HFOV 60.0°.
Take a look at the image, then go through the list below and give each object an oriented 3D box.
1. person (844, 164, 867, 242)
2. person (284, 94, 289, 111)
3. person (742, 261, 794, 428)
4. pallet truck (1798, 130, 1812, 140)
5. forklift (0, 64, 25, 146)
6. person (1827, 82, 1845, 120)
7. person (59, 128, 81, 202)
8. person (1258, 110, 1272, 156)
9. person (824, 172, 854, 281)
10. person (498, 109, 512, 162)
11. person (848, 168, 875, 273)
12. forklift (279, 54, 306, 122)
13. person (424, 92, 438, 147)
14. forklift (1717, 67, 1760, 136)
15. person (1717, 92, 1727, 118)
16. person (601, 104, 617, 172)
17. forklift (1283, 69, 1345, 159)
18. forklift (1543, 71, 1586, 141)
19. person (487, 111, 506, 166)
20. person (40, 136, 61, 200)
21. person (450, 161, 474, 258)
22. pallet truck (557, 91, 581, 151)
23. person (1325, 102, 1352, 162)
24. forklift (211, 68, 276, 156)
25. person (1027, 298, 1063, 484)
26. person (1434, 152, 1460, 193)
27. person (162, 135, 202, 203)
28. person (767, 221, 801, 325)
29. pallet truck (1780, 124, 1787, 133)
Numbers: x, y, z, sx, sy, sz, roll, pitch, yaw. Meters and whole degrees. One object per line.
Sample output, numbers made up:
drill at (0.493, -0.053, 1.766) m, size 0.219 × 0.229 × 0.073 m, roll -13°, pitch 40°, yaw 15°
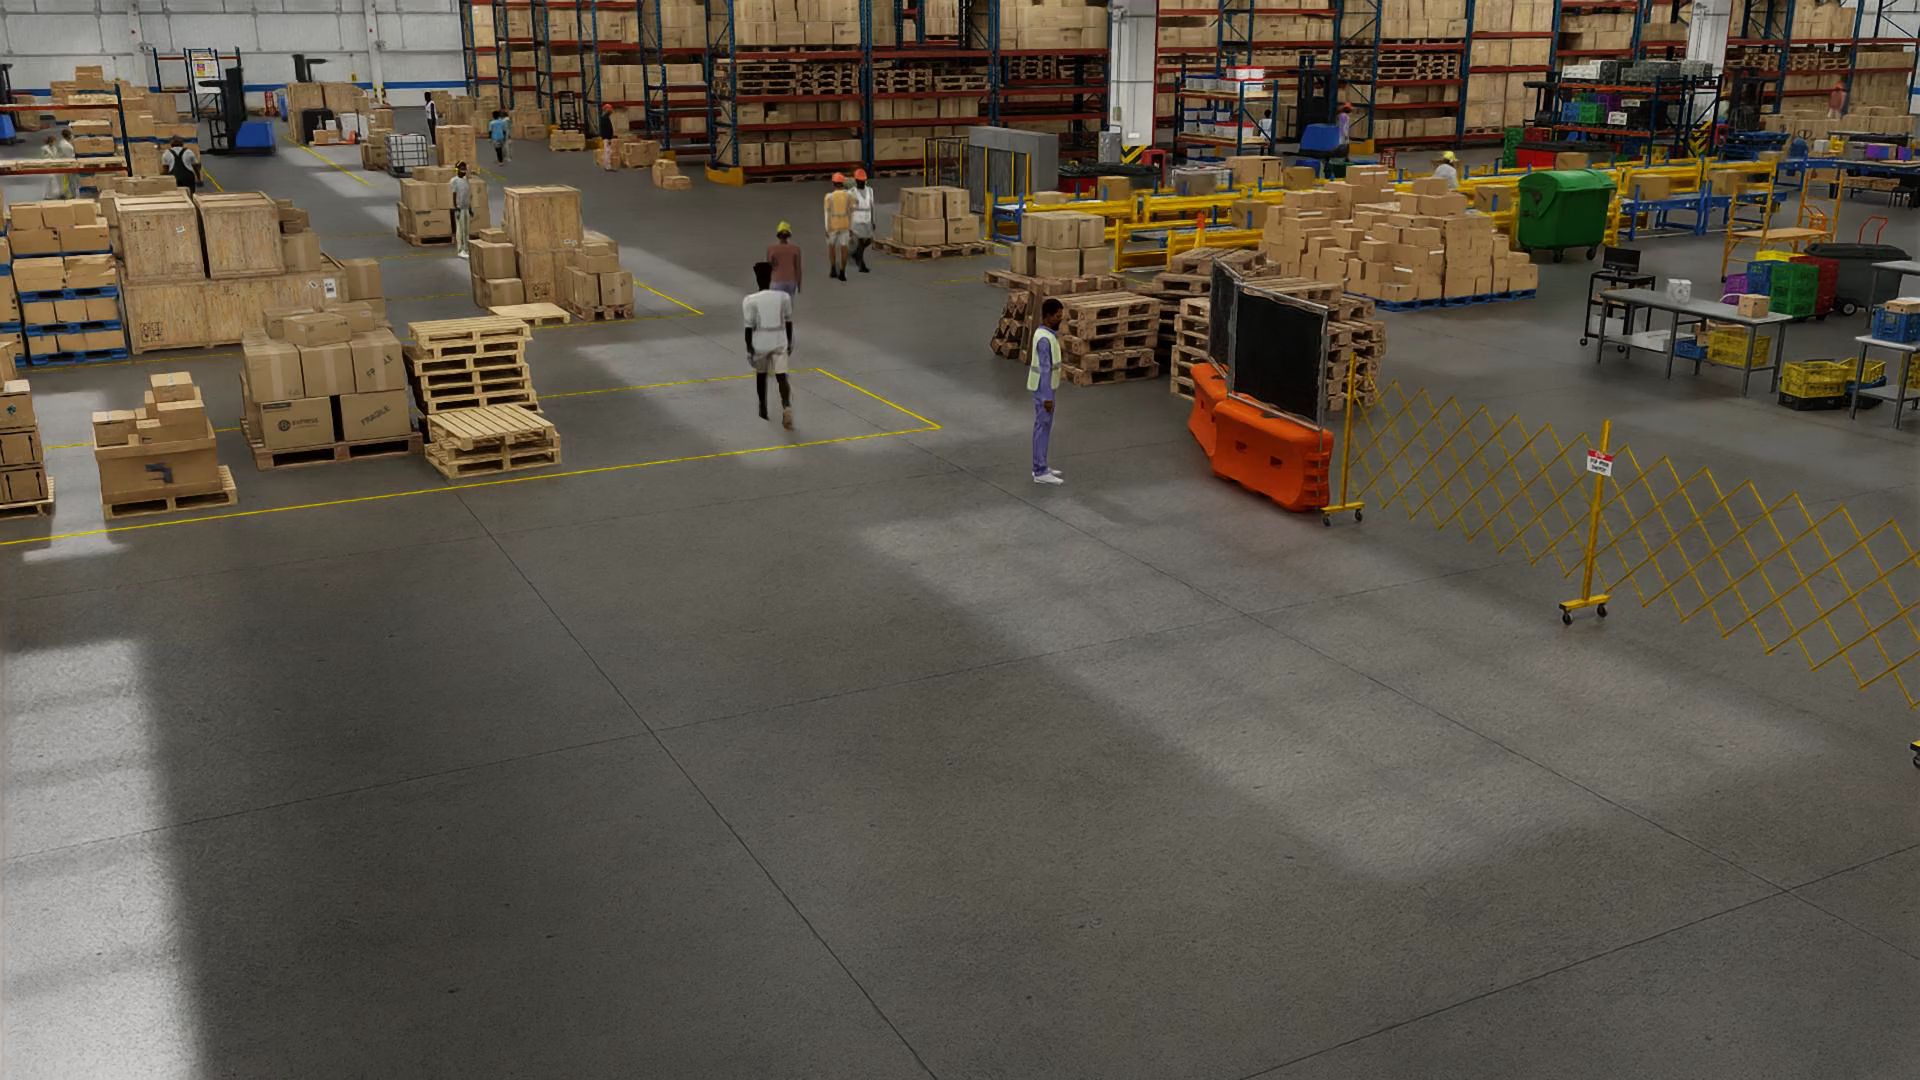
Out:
person at (-2.205, -7.059, 34.888) m, size 0.498 × 1.611 × 0.727 m, roll 0°, pitch 18°, yaw 0°
person at (-25.488, -16.427, 63.570) m, size 0.378 × 1.932 × 0.551 m, roll 12°, pitch 21°, yaw 33°
person at (-2.221, -2.286, 19.491) m, size 0.624 × 1.943 × 0.858 m, roll -6°, pitch 19°, yaw -17°
pallet truck at (25.526, -11.556, 49.408) m, size 1.630 × 1.274 × 0.653 m, roll -9°, pitch 20°, yaw -26°
forklift at (-34.240, -15.419, 58.904) m, size 1.129 × 2.768 × 1.873 m, roll -4°, pitch 18°, yaw -12°
person at (33.737, -16.654, 64.218) m, size 0.837 × 1.964 × 0.654 m, roll -9°, pitch 20°, yaw -27°
person at (-21.871, -9.128, 40.839) m, size 0.481 × 1.927 × 0.640 m, roll -10°, pitch 20°, yaw -28°
person at (9.551, -12.568, 51.927) m, size 0.578 × 1.694 × 0.319 m, roll 5°, pitch 18°, yaw 16°
person at (-2.197, -5.677, 30.081) m, size 0.568 × 1.910 × 0.710 m, roll -5°, pitch 18°, yaw -14°
person at (-14.543, -12.925, 53.122) m, size 0.514 × 1.645 × 0.309 m, roll 9°, pitch 20°, yaw 25°
person at (-1.853, -5.957, 30.960) m, size 0.559 × 1.914 × 0.541 m, roll -13°, pitch 22°, yaw -35°
forklift at (-27.992, -19.202, 70.697) m, size 1.873 × 2.768 × 1.129 m, roll -9°, pitch 20°, yaw -26°
person at (-18.594, -14.796, 58.529) m, size 0.393 × 1.912 × 0.588 m, roll -12°, pitch 21°, yaw -32°
forklift at (26.304, -14.505, 56.055) m, size 1.129 × 2.768 × 1.873 m, roll -9°, pitch 20°, yaw -26°
person at (27.981, -15.650, 61.441) m, size 0.705 × 1.740 × 0.556 m, roll -9°, pitch 20°, yaw -27°
person at (-10.507, -12.004, 49.707) m, size 0.408 × 1.981 × 0.612 m, roll -7°, pitch 19°, yaw -20°
forklift at (11.615, -13.871, 54.079) m, size 1.129 × 2.768 × 1.873 m, roll -9°, pitch 20°, yaw -27°
forklift at (18.685, -13.231, 52.085) m, size 1.873 × 2.768 × 1.129 m, roll -9°, pitch 20°, yaw -26°
person at (-14.427, -12.470, 51.678) m, size 0.812 × 1.663 × 0.538 m, roll 16°, pitch 24°, yaw 41°
person at (-23.157, -9.463, 42.391) m, size 0.770 × 1.599 × 0.534 m, roll 2°, pitch 18°, yaw 6°
person at (-9.789, -6.521, 32.805) m, size 0.329 × 1.865 × 0.515 m, roll 6°, pitch 19°, yaw 18°
pallet truck at (-13.495, -14.412, 57.188) m, size 0.823 × 1.965 × 1.885 m, roll -3°, pitch 18°, yaw -9°
person at (11.978, -12.783, 52.252) m, size 0.832 × 1.915 × 0.537 m, roll 8°, pitch 19°, yaw 23°
forklift at (-23.898, -14.202, 55.110) m, size 1.873 × 2.768 × 1.129 m, roll -4°, pitch 18°, yaw -11°
person at (0.886, -1.547, 17.217) m, size 0.392 × 1.915 × 0.590 m, roll 0°, pitch 18°, yaw 1°
person at (10.504, -7.453, 35.835) m, size 0.965 × 1.773 × 0.606 m, roll -6°, pitch 19°, yaw -19°
person at (-17.785, -8.295, 38.050) m, size 0.757 × 2.000 × 1.041 m, roll -7°, pitch 19°, yaw -20°
person at (-2.570, -3.810, 24.533) m, size 0.524 × 1.747 × 0.690 m, roll -8°, pitch 19°, yaw -23°
pallet truck at (25.206, -12.542, 52.601) m, size 1.601 × 1.201 × 0.680 m, roll 0°, pitch 18°, yaw -2°
